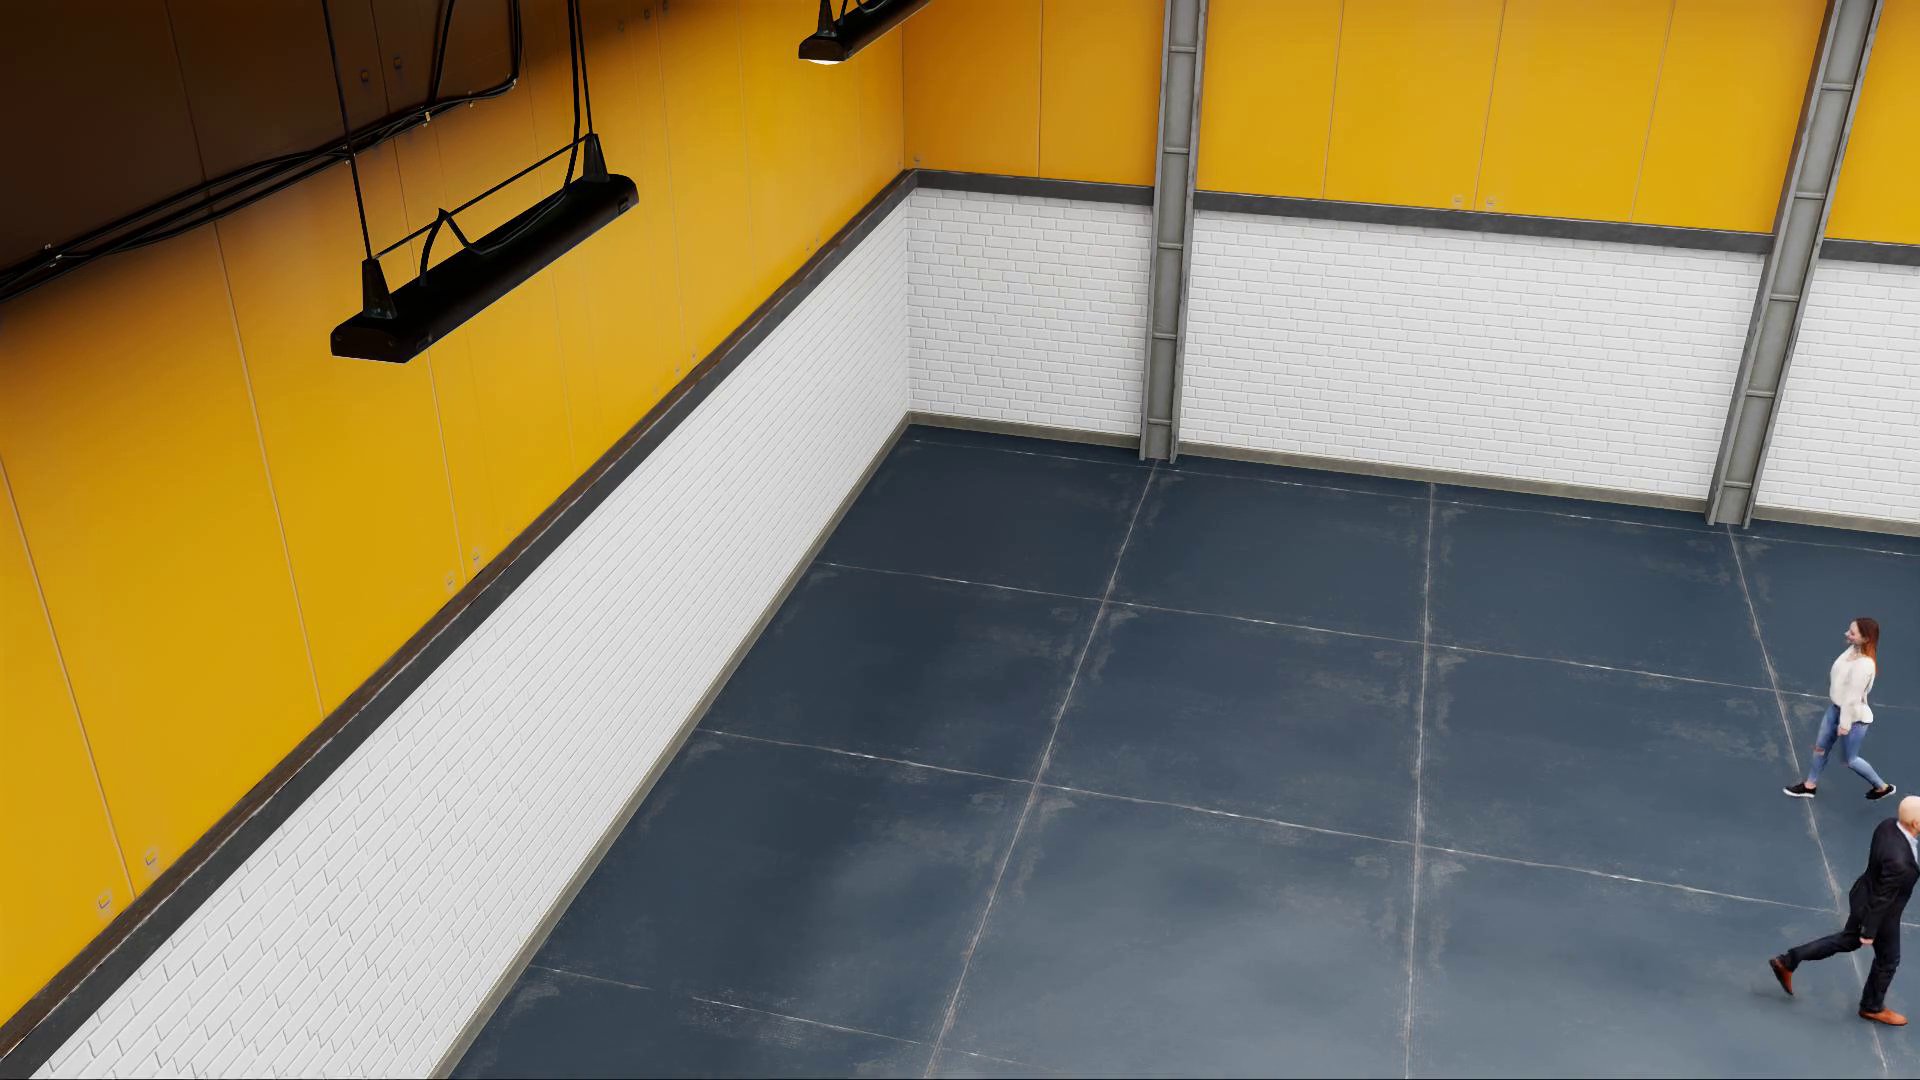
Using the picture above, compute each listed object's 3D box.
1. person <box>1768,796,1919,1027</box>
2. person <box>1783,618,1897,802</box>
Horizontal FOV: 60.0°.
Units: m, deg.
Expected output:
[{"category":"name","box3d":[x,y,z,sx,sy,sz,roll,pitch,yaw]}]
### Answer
[{"category":"person","box3d":[5.870,2.392,10.830,1.125,1.772,0.714,9,30,16]},{"category":"person","box3d":[6.923,1.366,12.816,0.965,1.671,0.618,9,30,16]}]
